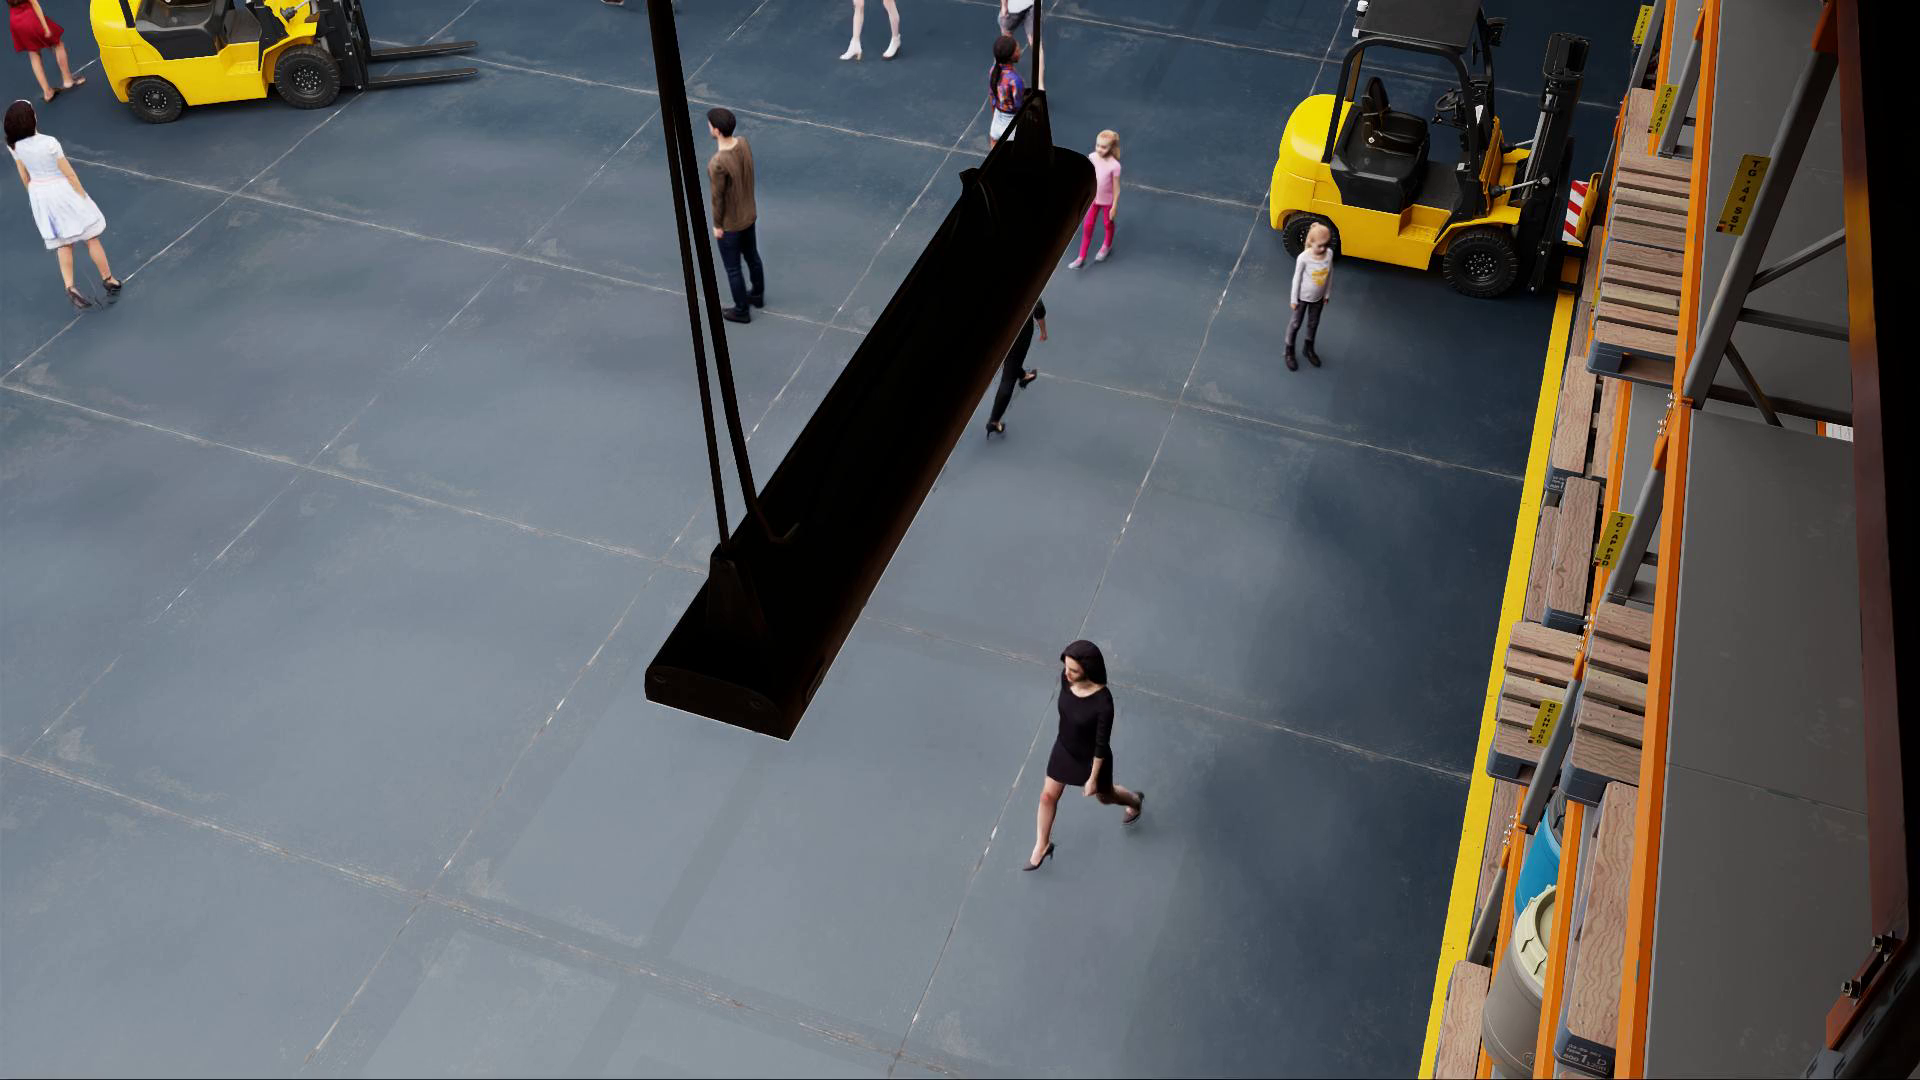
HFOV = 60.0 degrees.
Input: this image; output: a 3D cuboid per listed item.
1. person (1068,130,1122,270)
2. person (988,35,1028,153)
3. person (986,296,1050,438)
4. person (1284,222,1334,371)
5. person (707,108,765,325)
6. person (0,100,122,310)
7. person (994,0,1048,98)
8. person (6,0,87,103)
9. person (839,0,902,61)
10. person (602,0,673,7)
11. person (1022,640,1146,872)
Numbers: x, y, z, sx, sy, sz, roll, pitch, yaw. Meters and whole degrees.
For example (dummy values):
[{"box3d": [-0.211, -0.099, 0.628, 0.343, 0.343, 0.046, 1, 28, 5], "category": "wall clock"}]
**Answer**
[{"box3d": [1.242, -2.933, 14.160, 0.599, 1.251, 0.858, 22, 48, 21], "category": "person"}, {"box3d": [0.402, -3.552, 14.453, 0.678, 1.743, 0.665, -29, 51, -27], "category": "person"}, {"box3d": [0.343, -1.485, 12.383, 0.791, 1.606, 1.152, 25, 49, 24], "category": "person"}, {"box3d": [2.748, -1.941, 13.100, 0.586, 1.277, 0.638, -13, 45, -13], "category": "person"}, {"box3d": [-1.803, -2.608, 13.358, 0.722, 1.887, 0.527, 18, 46, 18], "category": "person"}, {"box3d": [-7.323, -2.670, 13.487, 0.862, 1.798, 1.027, 2, 44, 2], "category": "person"}, {"box3d": [0.648, -5.146, 16.085, 1.105, 1.800, 1.250, -12, 45, -12], "category": "person"}, {"box3d": [-9.046, -4.975, 16.097, 0.607, 1.536, 0.735, 7, 44, 7], "category": "person"}, {"box3d": [-0.747, -5.682, 16.646, 1.038, 1.802, 0.911, -29, 51, -27], "category": "person"}, {"box3d": [-3.418, -6.381, 17.461, 0.687, 1.690, 1.075, 19, 47, 19], "category": "person"}, {"box3d": [0.784, 1.212, 9.437, 1.175, 1.765, 0.991, -28, 50, -26], "category": "person"}]
